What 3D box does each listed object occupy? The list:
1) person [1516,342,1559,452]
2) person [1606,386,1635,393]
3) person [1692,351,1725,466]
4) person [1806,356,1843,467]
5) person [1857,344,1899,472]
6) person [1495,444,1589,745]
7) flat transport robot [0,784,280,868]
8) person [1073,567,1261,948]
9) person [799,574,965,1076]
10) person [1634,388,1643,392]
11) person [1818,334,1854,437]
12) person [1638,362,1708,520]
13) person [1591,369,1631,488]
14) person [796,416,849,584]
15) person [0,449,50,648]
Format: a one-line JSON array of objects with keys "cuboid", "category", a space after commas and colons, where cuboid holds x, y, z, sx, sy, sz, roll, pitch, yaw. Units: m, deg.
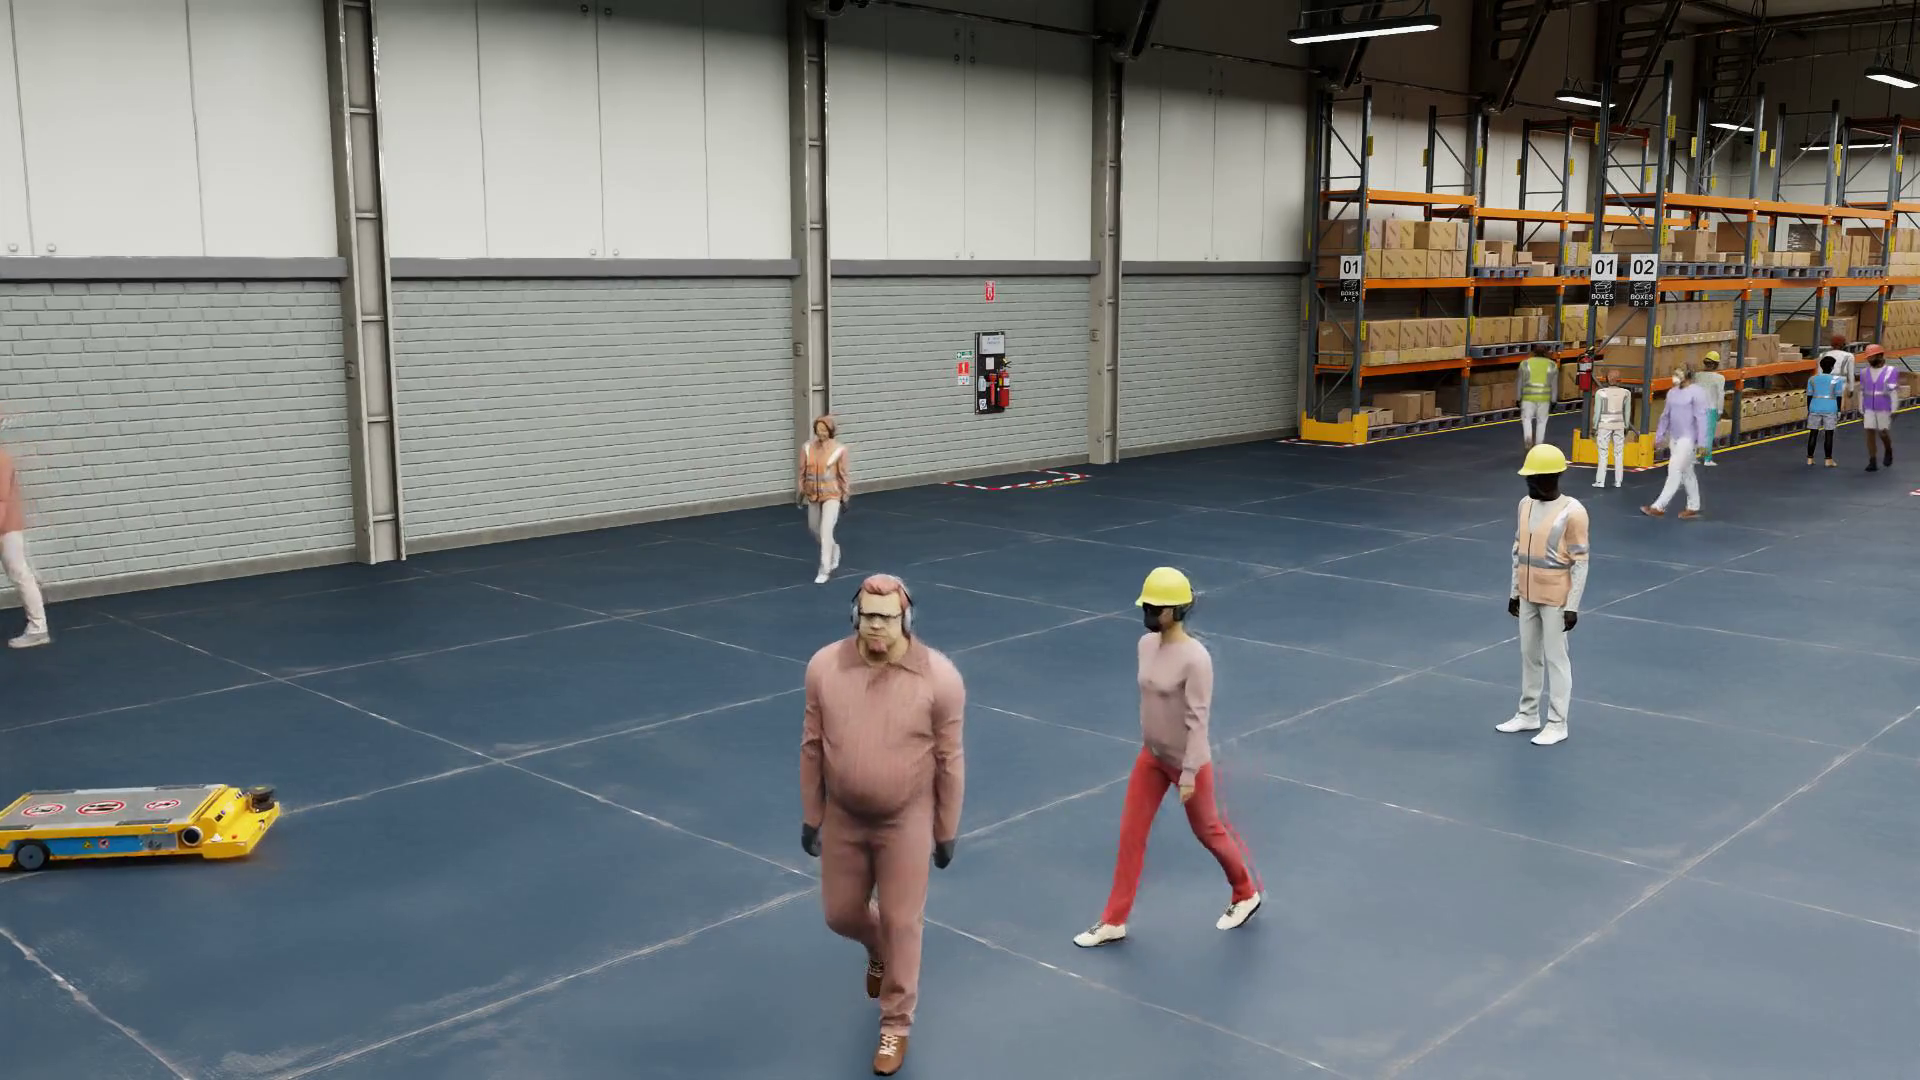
[{"cuboid": [9.357, -2.289, 26.960, 0.652, 1.827, 0.454, 3, 10, 17], "category": "person"}, {"cuboid": [11.520, -2.635, 29.008, 0.509, 1.844, 0.329, 9, 13, 43], "category": "person"}, {"cuboid": [11.434, -2.005, 25.444, 0.341, 1.757, 0.518, -7, 12, -38], "category": "person"}, {"cuboid": [13.138, -1.949, 25.293, 0.319, 1.693, 0.532, -8, 12, -41], "category": "person"}, {"cuboid": [13.687, -1.969, 24.786, 0.539, 1.901, 0.562, -8, 12, -40], "category": "person"}, {"cuboid": [3.716, 0.344, 10.609, 0.382, 1.923, 0.593, -4, 10, -22], "category": "person"}, {"cuboid": [-4.390, 1.483, 8.692, 1.431, 0.197, 0.652, -1, 9, -8], "category": "flat transport robot"}, {"cuboid": [0.986, 0.960, 7.487, 0.931, 1.719, 0.535, -5, 11, -29], "category": "person"}, {"cuboid": [-0.289, 1.043, 6.439, 0.653, 1.892, 0.636, 2, 10, 15], "category": "person"}, {"cuboid": [13.551, -3.252, 33.014, 0.533, 1.767, 0.326, 9, 13, 43], "category": "person"}, {"cuboid": [15.509, -2.719, 29.504, 0.584, 1.859, 0.835, 8, 12, 41], "category": "person"}, {"cuboid": [8.554, -1.179, 19.968, 0.966, 1.894, 0.663, -2, 9, -10], "category": "person"}, {"cuboid": [8.940, -1.522, 22.848, 0.524, 1.639, 0.306, 0, 9, -2], "category": "person"}, {"cuboid": [-1.301, -0.421, 16.211, 0.517, 1.612, 0.708, 4, 10, 25], "category": "person"}, {"cuboid": [-7.687, -0.065, 13.014, 0.652, 1.946, 0.981, 7, 12, 37], "category": "person"}]
